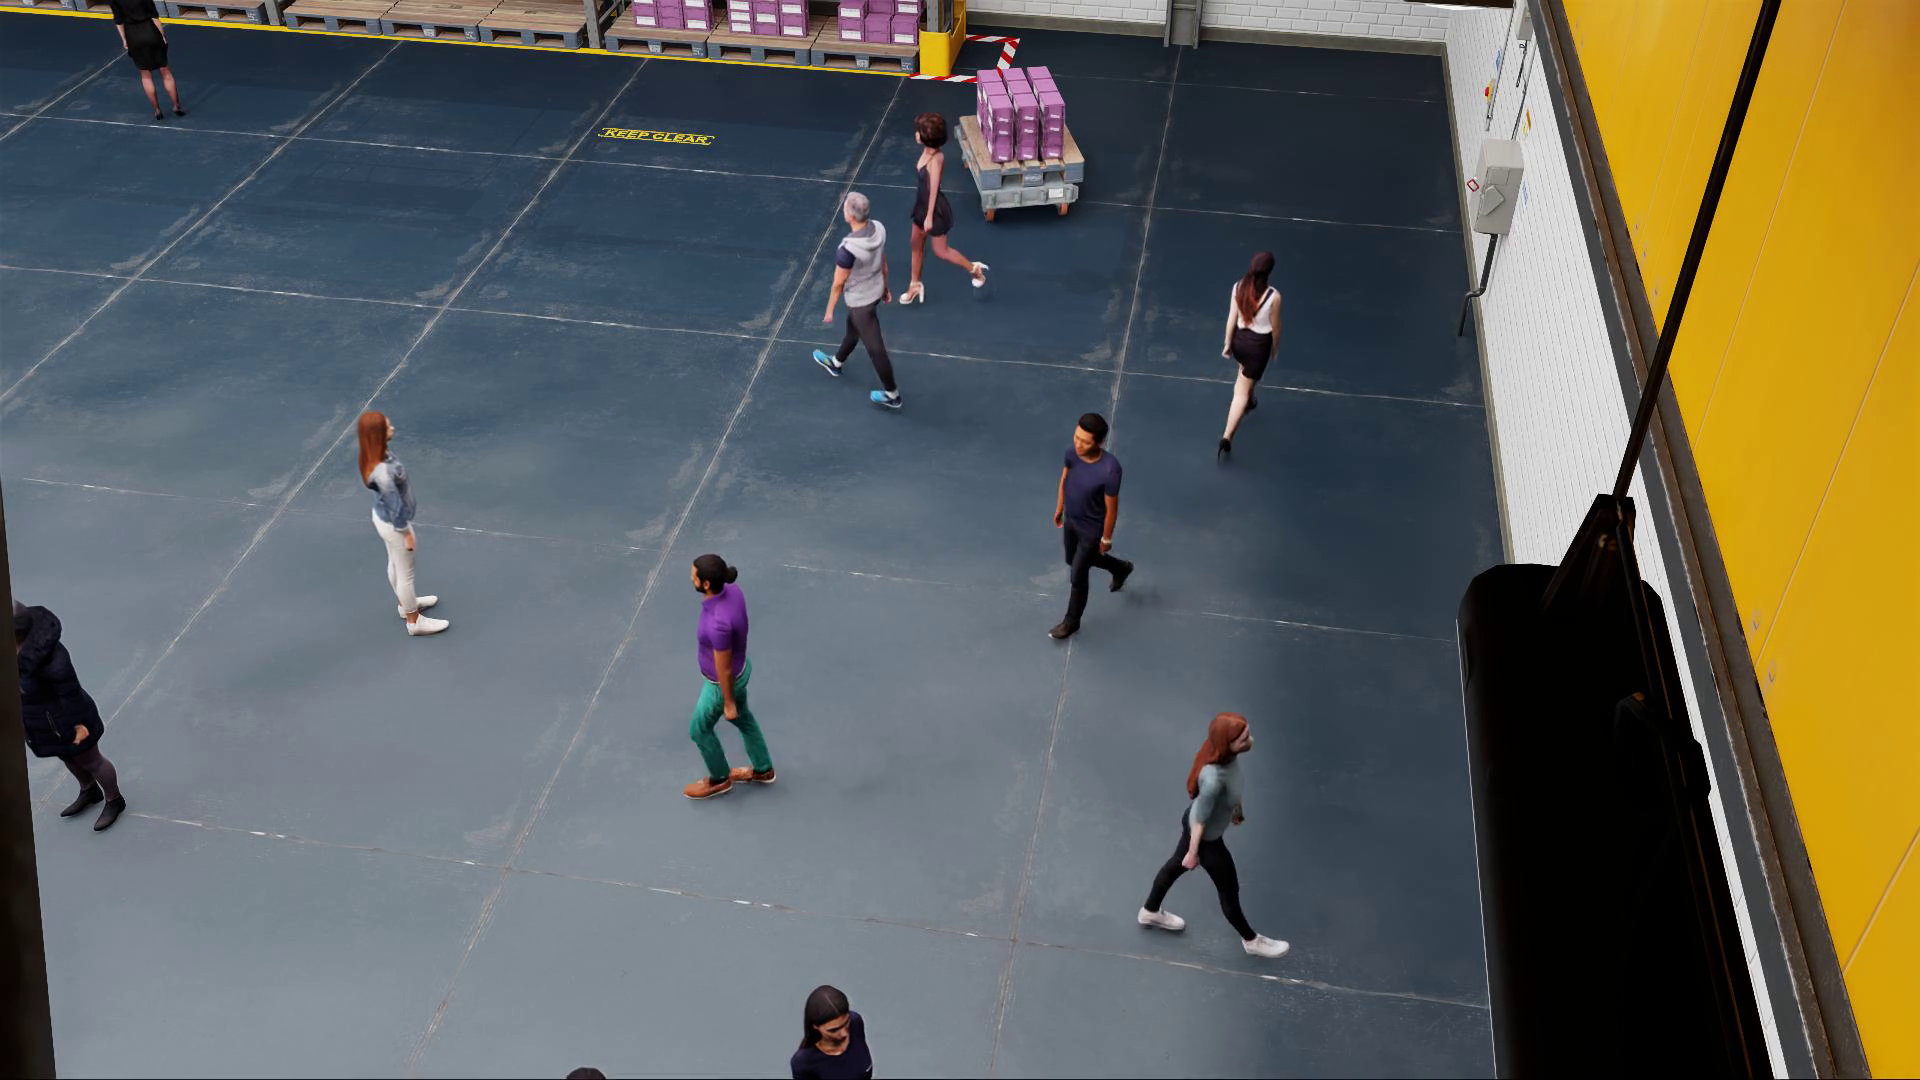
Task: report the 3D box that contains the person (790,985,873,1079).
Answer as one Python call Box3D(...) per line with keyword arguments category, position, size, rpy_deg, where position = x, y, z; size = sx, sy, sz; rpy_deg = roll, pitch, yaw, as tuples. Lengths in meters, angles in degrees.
Box3D(category="person", position=(-0.561, 2.595, 7.496), size=(0.679, 1.767, 0.652), rpy_deg=(31, 48, 32))

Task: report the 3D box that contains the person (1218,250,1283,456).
Box3D(category="person", position=(2.176, -1.384, 12.612), size=(1.102, 1.600, 0.870), rpy_deg=(19, 42, 22))

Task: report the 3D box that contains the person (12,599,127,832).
Box3D(category="person", position=(-5.204, 0.988, 9.581), size=(0.678, 1.675, 0.800), rpy_deg=(16, 41, 19))

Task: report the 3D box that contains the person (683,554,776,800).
Box3D(category="person", position=(-1.273, 0.809, 9.745), size=(0.829, 1.749, 0.724), rpy_deg=(0, 39, -1))

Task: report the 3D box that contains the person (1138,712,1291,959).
Box3D(category="person", position=(1.233, 1.551, 8.856), size=(1.096, 1.700, 0.686), rpy_deg=(11, 40, 14))

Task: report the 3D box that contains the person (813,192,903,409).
Box3D(category="person", position=(-0.670, -1.827, 13.023), size=(1.254, 1.778, 0.977), rpy_deg=(20, 43, 23))

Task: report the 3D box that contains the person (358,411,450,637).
Box3D(category="person", position=(-3.730, -0.118, 10.945), size=(0.706, 1.701, 0.682), rpy_deg=(-18, 42, -21))

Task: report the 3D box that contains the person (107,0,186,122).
Box3D(category="person", position=(-8.489, -5.201, 17.307), size=(0.601, 1.704, 0.720), rpy_deg=(-13, 40, -15))

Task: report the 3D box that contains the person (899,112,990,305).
Box3D(category="person", position=(-0.161, -2.808, 14.261), size=(1.091, 1.767, 0.883), rpy_deg=(-12, 40, -15))

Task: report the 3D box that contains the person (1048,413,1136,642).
Box3D(category="person", position=(0.902, -0.138, 10.916), size=(1.097, 1.768, 1.038), rpy_deg=(-23, 44, -26))
